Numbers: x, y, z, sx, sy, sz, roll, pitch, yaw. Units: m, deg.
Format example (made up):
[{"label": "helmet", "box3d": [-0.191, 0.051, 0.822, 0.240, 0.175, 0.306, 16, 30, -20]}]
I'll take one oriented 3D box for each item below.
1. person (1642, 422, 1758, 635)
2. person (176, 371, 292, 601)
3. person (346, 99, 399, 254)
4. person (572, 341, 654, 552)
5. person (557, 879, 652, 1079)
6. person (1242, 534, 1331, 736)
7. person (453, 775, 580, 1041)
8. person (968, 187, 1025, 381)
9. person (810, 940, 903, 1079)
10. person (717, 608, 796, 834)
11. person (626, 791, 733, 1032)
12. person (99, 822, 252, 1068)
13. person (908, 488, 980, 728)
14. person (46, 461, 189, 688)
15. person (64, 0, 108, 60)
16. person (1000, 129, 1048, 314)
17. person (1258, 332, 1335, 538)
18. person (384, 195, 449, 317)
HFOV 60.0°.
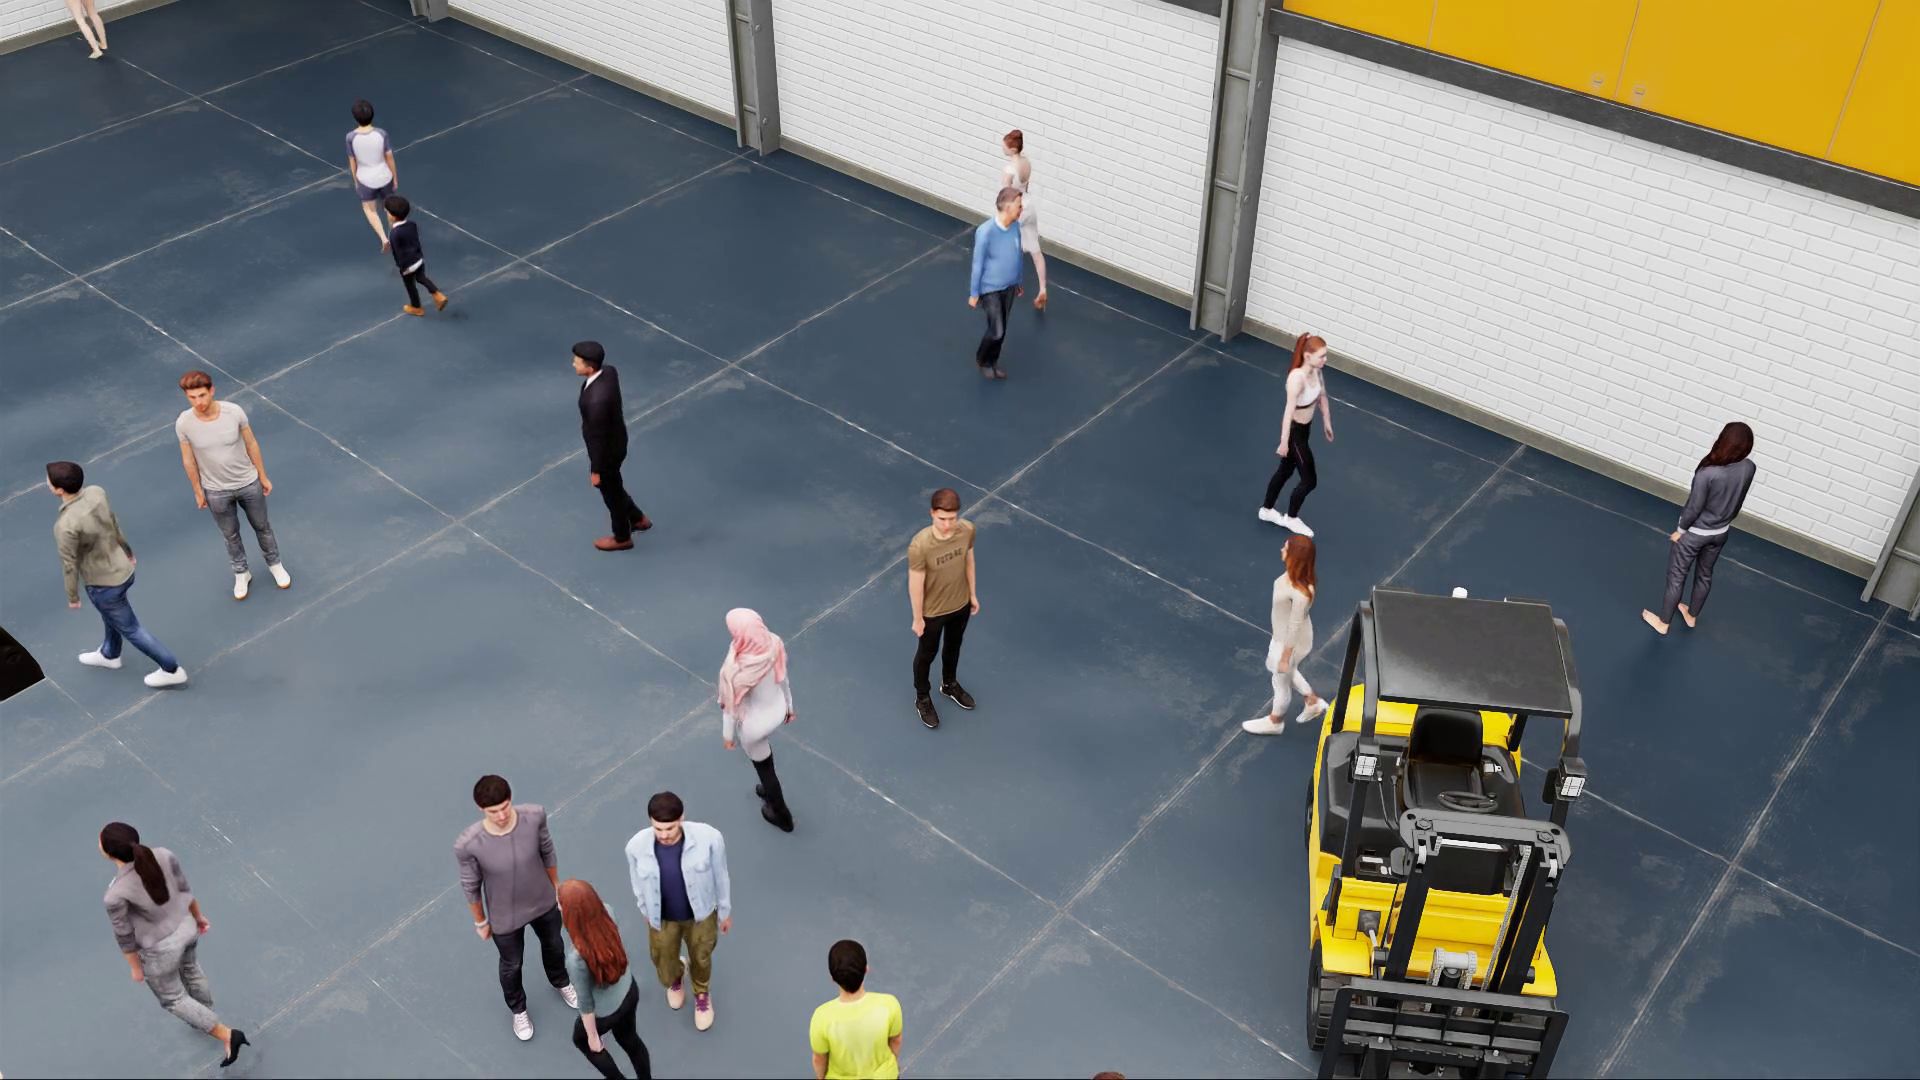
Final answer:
[{"label": "person", "box3d": [5.228, -0.084, 11.659, 0.692, 1.768, 0.709, -10, 40, -13]}, {"label": "person", "box3d": [-5.251, -0.424, 11.983, 0.737, 1.895, 0.698, -17, 41, -20]}, {"label": "person", "box3d": [-5.654, -3.481, 16.087, 0.754, 1.551, 0.871, -15, 41, -18]}, {"label": "person", "box3d": [-2.533, -0.684, 12.327, 0.923, 1.872, 0.874, 0, 39, -1]}, {"label": "person", "box3d": [-1.742, 2.411, 8.570, 0.727, 1.724, 0.728, 14, 41, 17]}, {"label": "person", "box3d": [2.228, 0.647, 10.802, 0.918, 1.695, 0.818, 6, 39, 7]}, {"label": "person", "box3d": [-2.398, 1.955, 9.038, 0.717, 1.854, 0.620, -26, 45, -28]}, {"label": "person", "box3d": [0.263, -2.225, 14.328, 0.723, 1.783, 0.641, -28, 46, -30]}, {"label": "person", "box3d": [-0.489, 2.651, 8.290, 0.706, 1.699, 0.744, -8, 39, -10]}, {"label": "person", "box3d": [-1.152, 1.146, 10.103, 0.647, 1.787, 0.647, 29, 47, 32]}, {"label": "person", "box3d": [-1.506, 1.960, 9.077, 0.836, 1.797, 0.890, -5, 39, -6]}, {"label": "person", "box3d": [-4.199, 2.184, 8.911, 0.911, 1.653, 0.786, 10, 40, 13]}, {"label": "person", "box3d": [-0.111, 0.410, 10.975, 0.720, 1.849, 0.654, -24, 44, -27]}, {"label": "person", "box3d": [-5.659, 0.274, 11.164, 1.209, 1.827, 1.087, 3, 39, 4]}, {"label": "person", "box3d": [-10.600, -6.654, 19.965, 0.679, 1.669, 0.629, 18, 42, 21]}, {"label": "person", "box3d": [0.607, -2.866, 15.163, 1.121, 1.743, 0.656, 32, 48, 33]}, {"label": "person", "box3d": [2.475, -0.828, 12.625, 0.749, 1.726, 0.649, 19, 42, 22]}, {"label": "person", "box3d": [-4.997, -2.590, 15.239, 0.747, 1.216, 0.604, 15, 41, 18]}]
